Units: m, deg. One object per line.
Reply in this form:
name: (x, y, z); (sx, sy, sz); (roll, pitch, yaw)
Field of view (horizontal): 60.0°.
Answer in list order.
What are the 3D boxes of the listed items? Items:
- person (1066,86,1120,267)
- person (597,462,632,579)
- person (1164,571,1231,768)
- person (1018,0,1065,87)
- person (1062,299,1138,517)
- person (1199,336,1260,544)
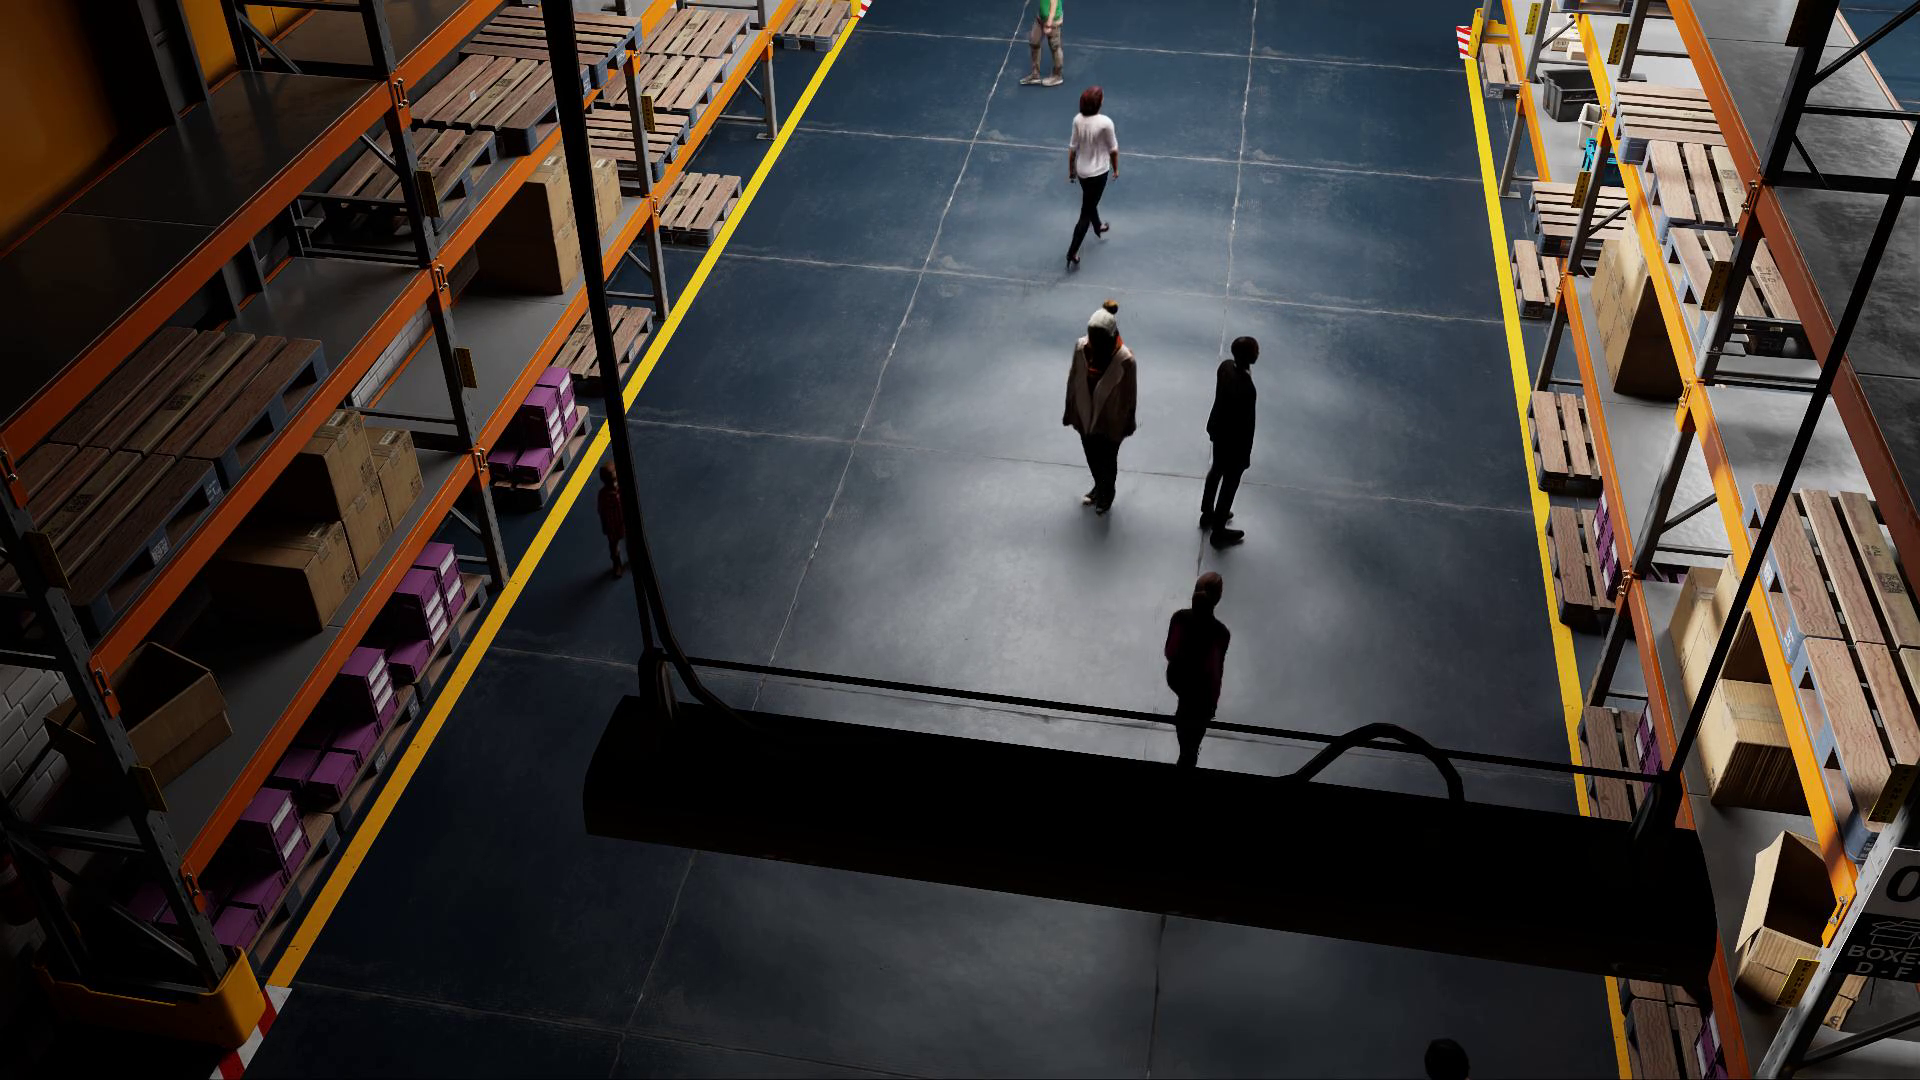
person: (1.231, -3.478, 16.168); (0.929, 1.733, 1.220); (23, 44, 26)
person: (-2.596, -0.177, 12.607); (0.507, 1.018, 0.560); (-18, 42, -22)
person: (1.424, 0.984, 10.604); (0.748, 1.704, 0.916); (26, 46, 29)
person: (1.133, -6.155, 19.595); (0.897, 1.640, 0.862); (-15, 41, -18)
person: (1.168, -1.089, 13.057); (0.822, 1.881, 0.815); (22, 44, 25)
person: (2.067, -0.780, 12.737); (0.789, 1.798, 0.668); (-12, 40, -15)
